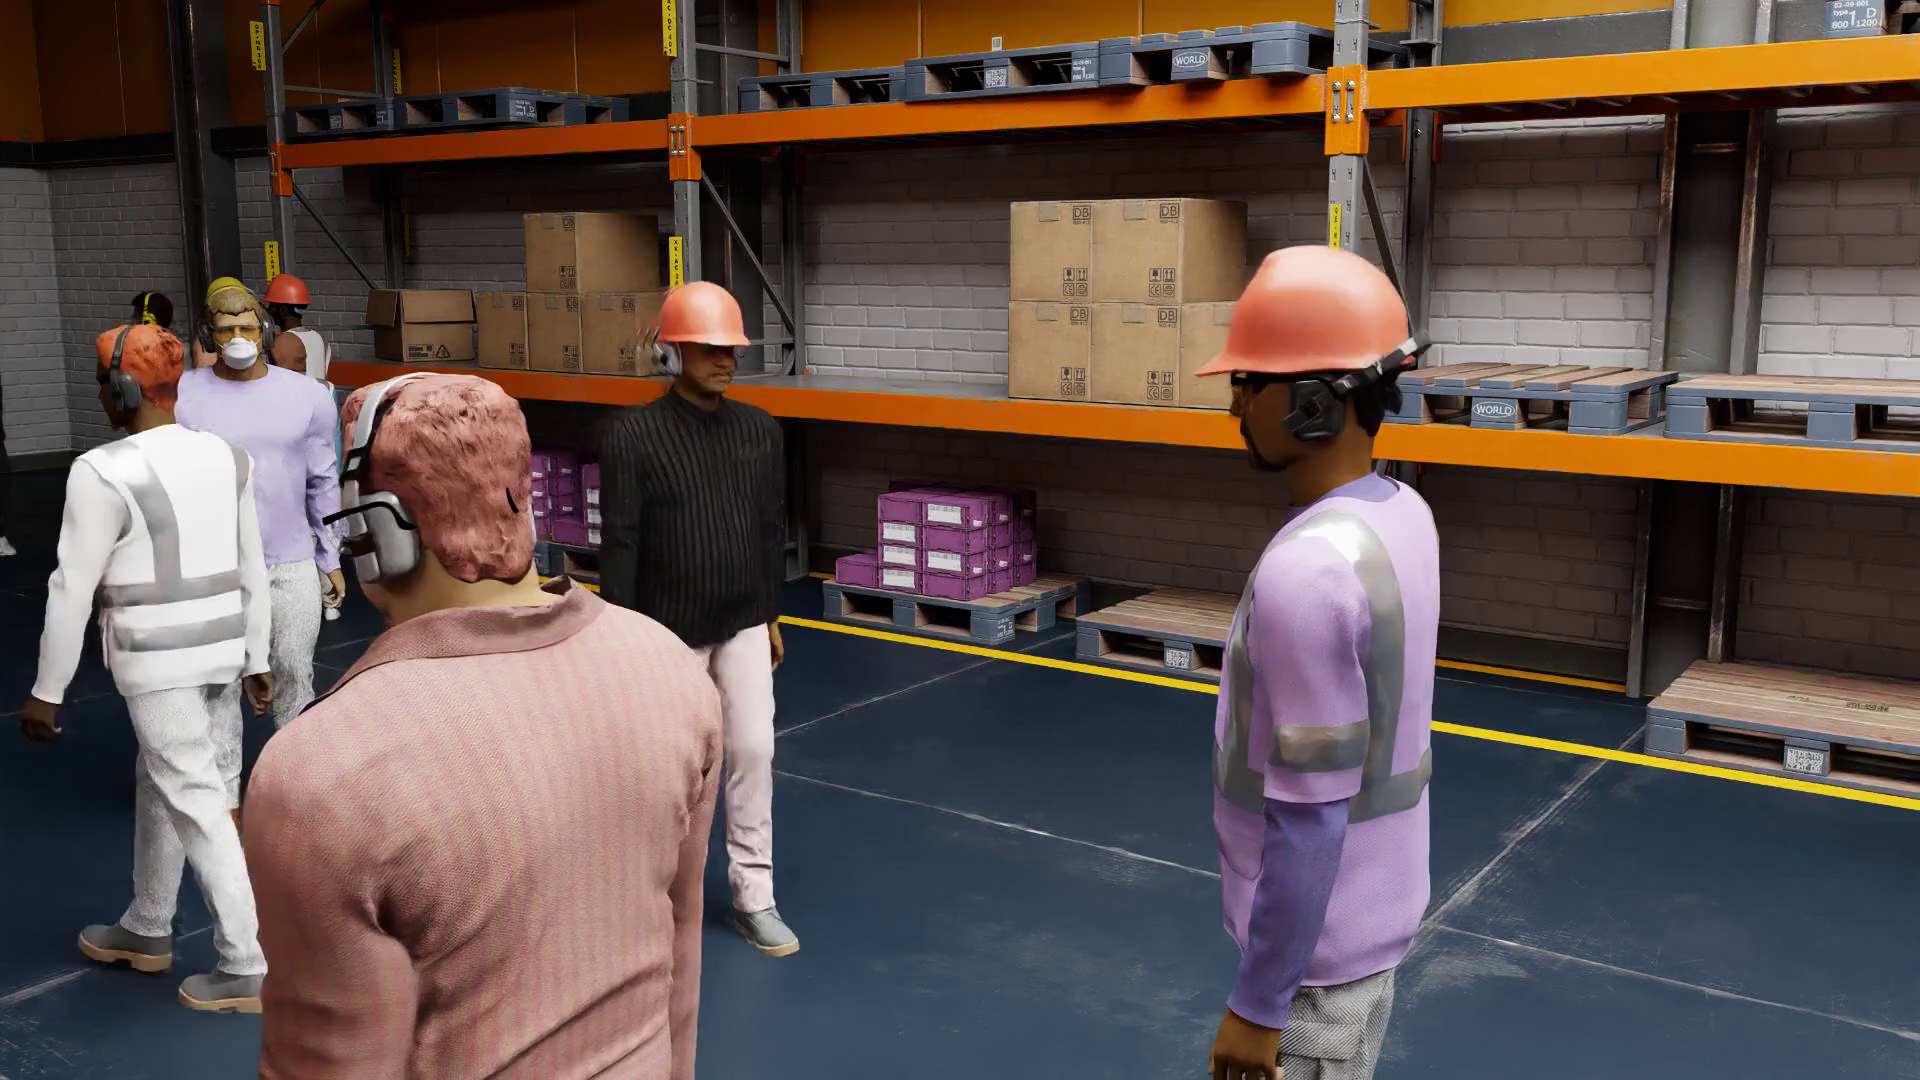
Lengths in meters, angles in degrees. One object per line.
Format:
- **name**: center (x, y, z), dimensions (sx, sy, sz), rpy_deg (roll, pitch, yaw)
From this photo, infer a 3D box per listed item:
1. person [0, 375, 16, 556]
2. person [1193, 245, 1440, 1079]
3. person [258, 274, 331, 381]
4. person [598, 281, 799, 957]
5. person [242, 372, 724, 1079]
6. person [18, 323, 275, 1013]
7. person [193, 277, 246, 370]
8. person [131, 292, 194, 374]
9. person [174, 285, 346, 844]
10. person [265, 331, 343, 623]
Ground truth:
- **person**: center (-6.784, -0.797, 11.303), dimensions (0.667, 1.873, 0.598), rpy_deg (6, 11, 33)
- **person**: center (0.532, 0.578, 2.592), dimensions (0.371, 2.044, 0.608), rpy_deg (4, 10, 23)
- **person**: center (-4.092, -0.659, 10.261), dimensions (0.354, 1.942, 0.545), rpy_deg (1, 10, 7)
- **person**: center (-0.827, 0.219, 4.971), dimensions (0.625, 1.973, 0.788), rpy_deg (-8, 12, -40)
- **person**: center (-0.558, 0.757, 1.952), dimensions (0.407, 1.902, 0.639), rpy_deg (5, 11, 29)
- **person**: center (-2.224, 0.353, 4.508), dimensions (0.870, 1.851, 0.593), rpy_deg (2, 10, 13)
- **person**: center (-4.537, -0.664, 10.340), dimensions (0.384, 1.924, 0.589), rpy_deg (-1, 10, -8)
- **person**: center (-4.880, -0.593, 10.191), dimensions (0.776, 1.832, 0.526), rpy_deg (1, 10, 8)
- **person**: center (-2.464, 0.092, 5.794), dimensions (0.636, 1.939, 0.365), rpy_deg (-6, 11, -32)
- **person**: center (-3.670, -0.328, 9.196), dimensions (0.518, 1.637, 0.307), rpy_deg (-6, 11, -33)
